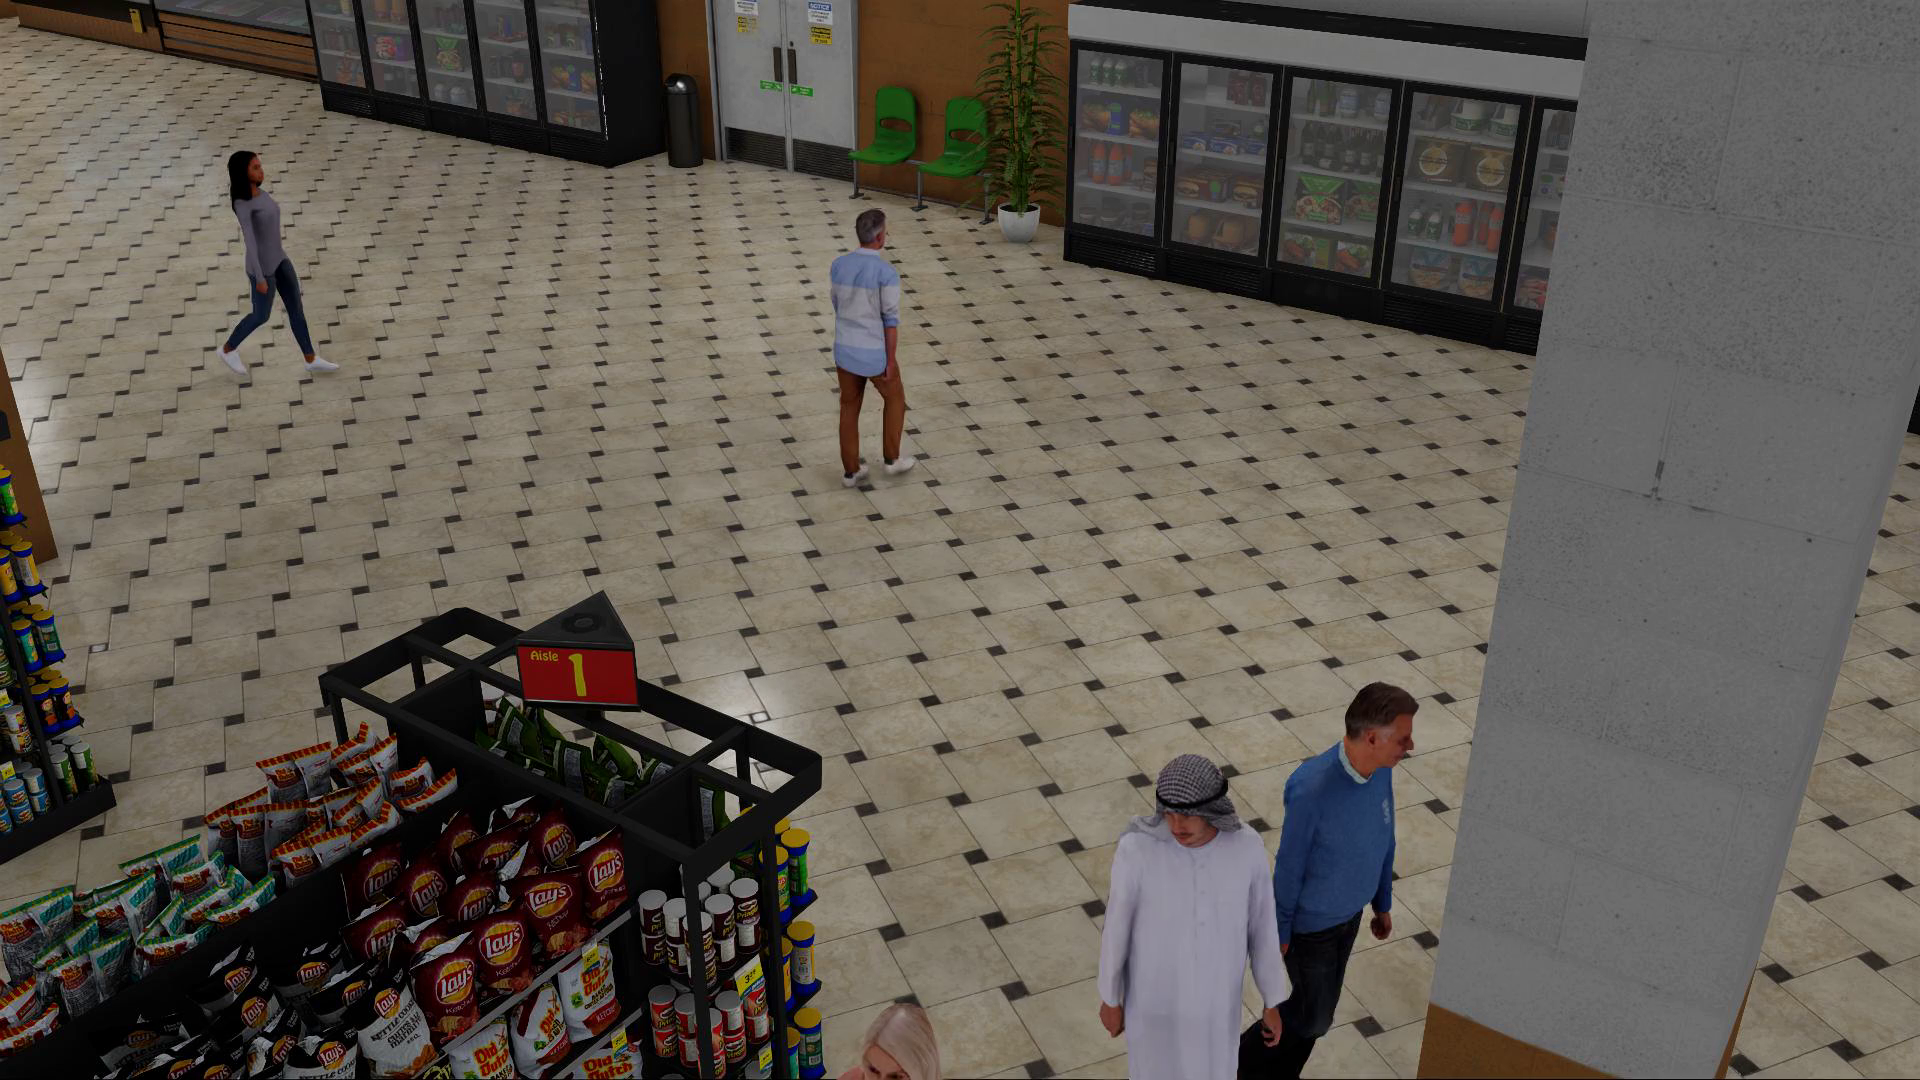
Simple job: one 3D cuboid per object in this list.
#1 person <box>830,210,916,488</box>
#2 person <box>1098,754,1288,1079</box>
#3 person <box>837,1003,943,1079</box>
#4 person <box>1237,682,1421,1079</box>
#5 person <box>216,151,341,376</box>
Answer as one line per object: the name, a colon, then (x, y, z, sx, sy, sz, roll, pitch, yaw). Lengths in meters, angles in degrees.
person: (-0.654, -1.181, 10.657, 0.754, 1.804, 0.782, 12, 29, 22)
person: (0.680, 1.424, 5.404, 0.912, 1.909, 0.972, -11, 29, -20)
person: (-0.131, 1.917, 4.667, 0.658, 1.697, 1.071, 14, 30, 25)
person: (1.218, 1.255, 5.876, 0.663, 1.784, 0.808, -18, 32, -31)
person: (-5.270, -2.023, 12.426, 1.068, 1.705, 1.126, 1, 27, 2)
